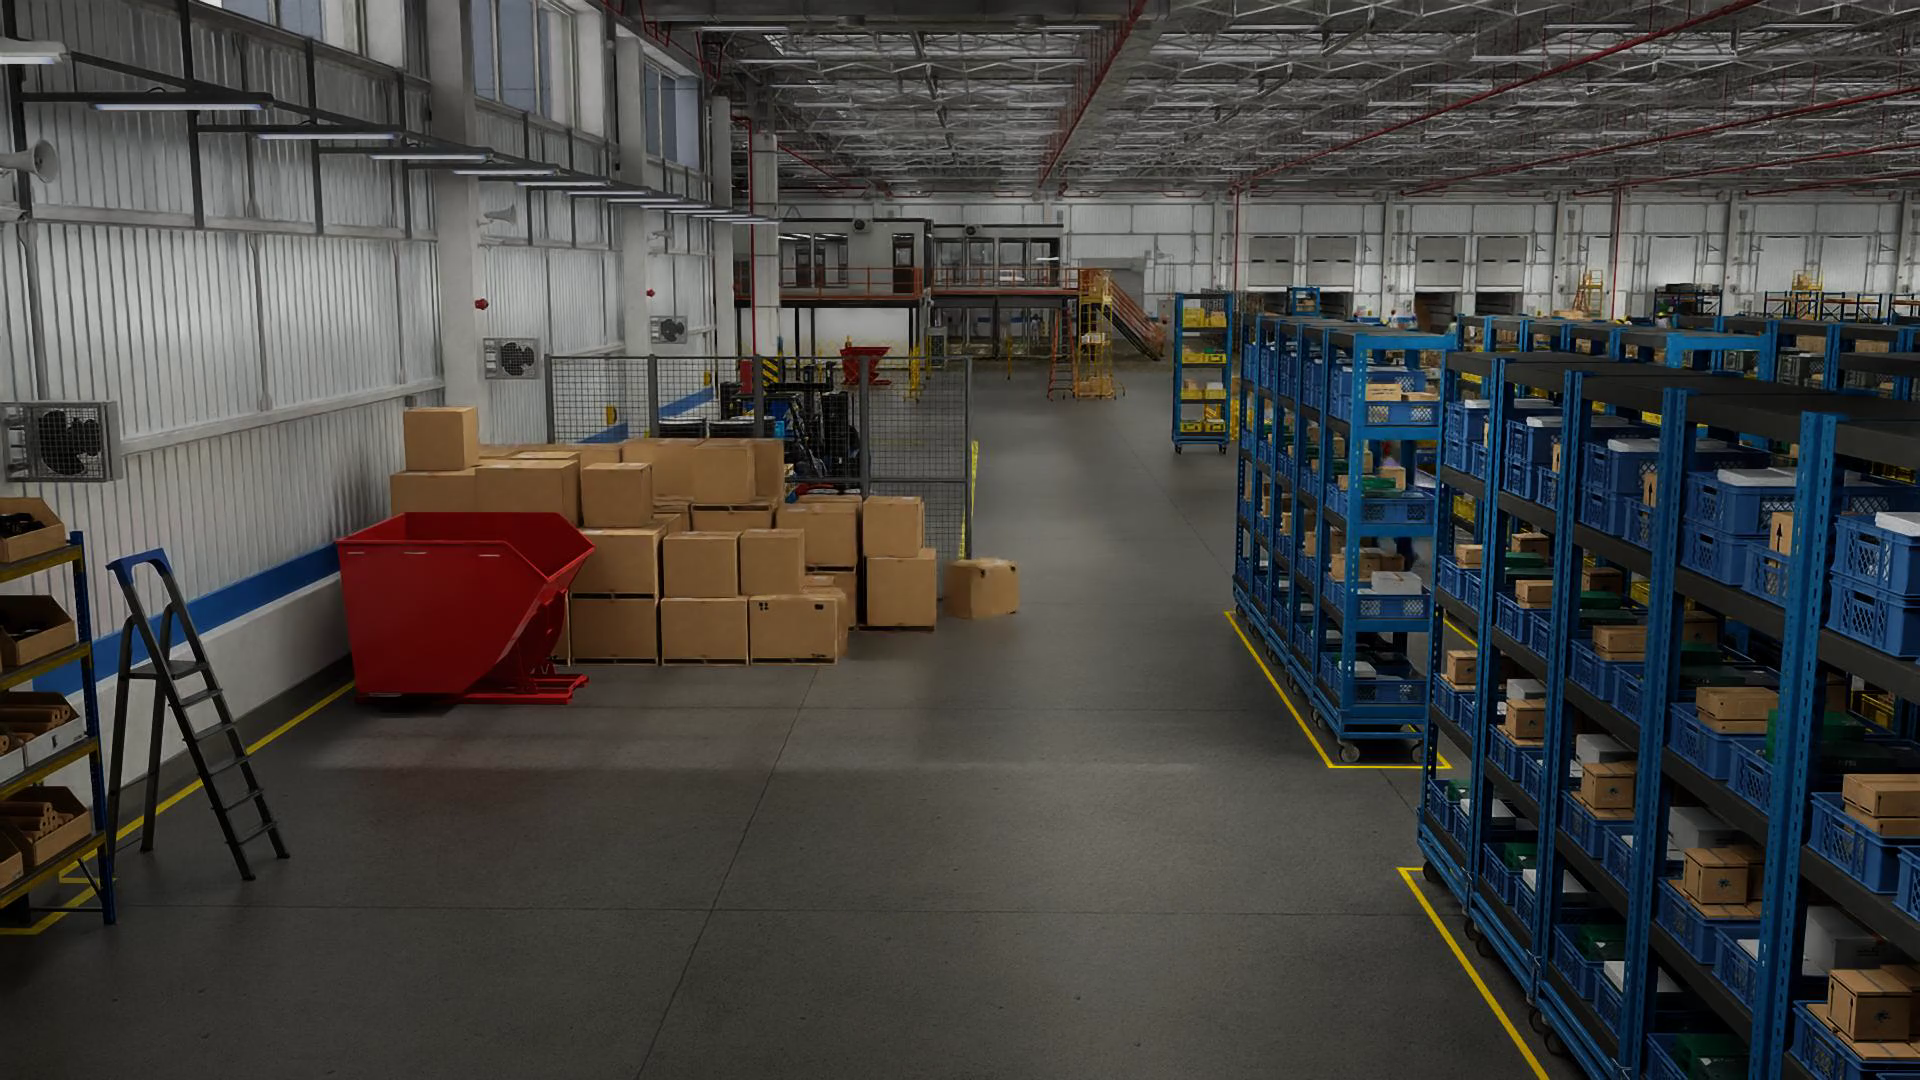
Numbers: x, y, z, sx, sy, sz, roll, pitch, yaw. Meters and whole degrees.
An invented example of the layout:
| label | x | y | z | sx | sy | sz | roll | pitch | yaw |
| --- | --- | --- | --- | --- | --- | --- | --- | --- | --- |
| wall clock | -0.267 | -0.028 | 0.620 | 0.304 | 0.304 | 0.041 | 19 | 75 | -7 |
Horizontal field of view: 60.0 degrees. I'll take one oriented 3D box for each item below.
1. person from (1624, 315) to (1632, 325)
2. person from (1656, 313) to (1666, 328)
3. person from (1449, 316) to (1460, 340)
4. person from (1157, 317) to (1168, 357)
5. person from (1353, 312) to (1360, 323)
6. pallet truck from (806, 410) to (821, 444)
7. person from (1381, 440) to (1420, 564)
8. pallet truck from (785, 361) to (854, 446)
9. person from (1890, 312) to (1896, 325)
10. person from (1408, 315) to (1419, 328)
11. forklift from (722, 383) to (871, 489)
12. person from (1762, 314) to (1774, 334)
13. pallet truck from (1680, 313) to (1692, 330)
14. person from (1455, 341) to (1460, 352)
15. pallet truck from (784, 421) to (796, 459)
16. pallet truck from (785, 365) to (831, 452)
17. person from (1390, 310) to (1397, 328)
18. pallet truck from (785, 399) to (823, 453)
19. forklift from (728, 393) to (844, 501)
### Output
| label | x | y | z | sx | sy | sz | roll | pitch | yaw |
| --- | --- | --- | --- | --- | --- | --- | --- | --- | --- |
| person | 33.300 | -10.253 | 82.877 | 0.344 | 1.882 | 0.584 | -1 | 9 | -5 |
| person | 37.241 | -11.148 | 88.422 | 0.985 | 1.875 | 0.609 | -7 | 12 | -38 |
| person | 24.122 | -9.983 | 81.239 | 0.912 | 1.889 | 0.601 | -8 | 12 | -39 |
| person | 9.692 | -9.694 | 79.332 | 0.568 | 1.910 | 0.482 | -6 | 11 | -32 |
| person | 21.037 | -11.125 | 88.276 | 0.546 | 1.892 | 1.011 | -7 | 11 | -36 |
| pallet truck | -3.559 | -2.018 | 33.905 | 1.522 | 1.261 | 0.704 | 0 | 9 | -1 |
| person | 5.944 | -0.522 | 23.081 | 0.903 | 1.815 | 0.576 | 2 | 9 | 14 |
| pallet truck | -3.410 | -3.193 | 38.978 | 1.885 | 1.965 | 0.823 | 0 | 9 | -1 |
| person | 54.573 | -12.484 | 97.233 | 0.550 | 1.693 | 0.316 | -5 | 11 | -30 |
| person | 22.353 | -10.110 | 81.827 | 0.636 | 1.933 | 0.521 | -5 | 11 | -30 |
| forklift | -2.893 | -1.687 | 28.729 | 2.680 | 1.987 | 1.157 | 0 | 9 | -1 |
| person | 38.500 | -9.714 | 79.066 | 0.536 | 2.000 | 0.688 | -8 | 12 | -39 |
| pallet truck | 36.315 | -10.531 | 84.244 | 0.823 | 1.965 | 1.885 | -6 | 11 | -33 |
| person | 16.825 | -5.972 | 56.684 | 0.509 | 1.818 | 0.602 | -3 | 10 | -19 |
| pallet truck | -4.013 | -1.793 | 32.705 | 1.601 | 1.201 | 0.680 | 0 | 9 | 1 |
| pallet truck | -3.774 | -2.976 | 37.635 | 1.885 | 1.965 | 0.823 | 1 | 9 | 5 |
| person | 24.774 | -12.243 | 95.188 | 0.407 | 1.872 | 0.574 | 6 | 11 | 32 |
| pallet truck | -3.814 | -2.432 | 36.419 | 1.630 | 1.274 | 0.653 | 0 | 9 | 1 |
| forklift | -2.979 | -1.316 | 26.476 | 2.680 | 1.987 | 1.157 | 0 | 9 | 1 |
